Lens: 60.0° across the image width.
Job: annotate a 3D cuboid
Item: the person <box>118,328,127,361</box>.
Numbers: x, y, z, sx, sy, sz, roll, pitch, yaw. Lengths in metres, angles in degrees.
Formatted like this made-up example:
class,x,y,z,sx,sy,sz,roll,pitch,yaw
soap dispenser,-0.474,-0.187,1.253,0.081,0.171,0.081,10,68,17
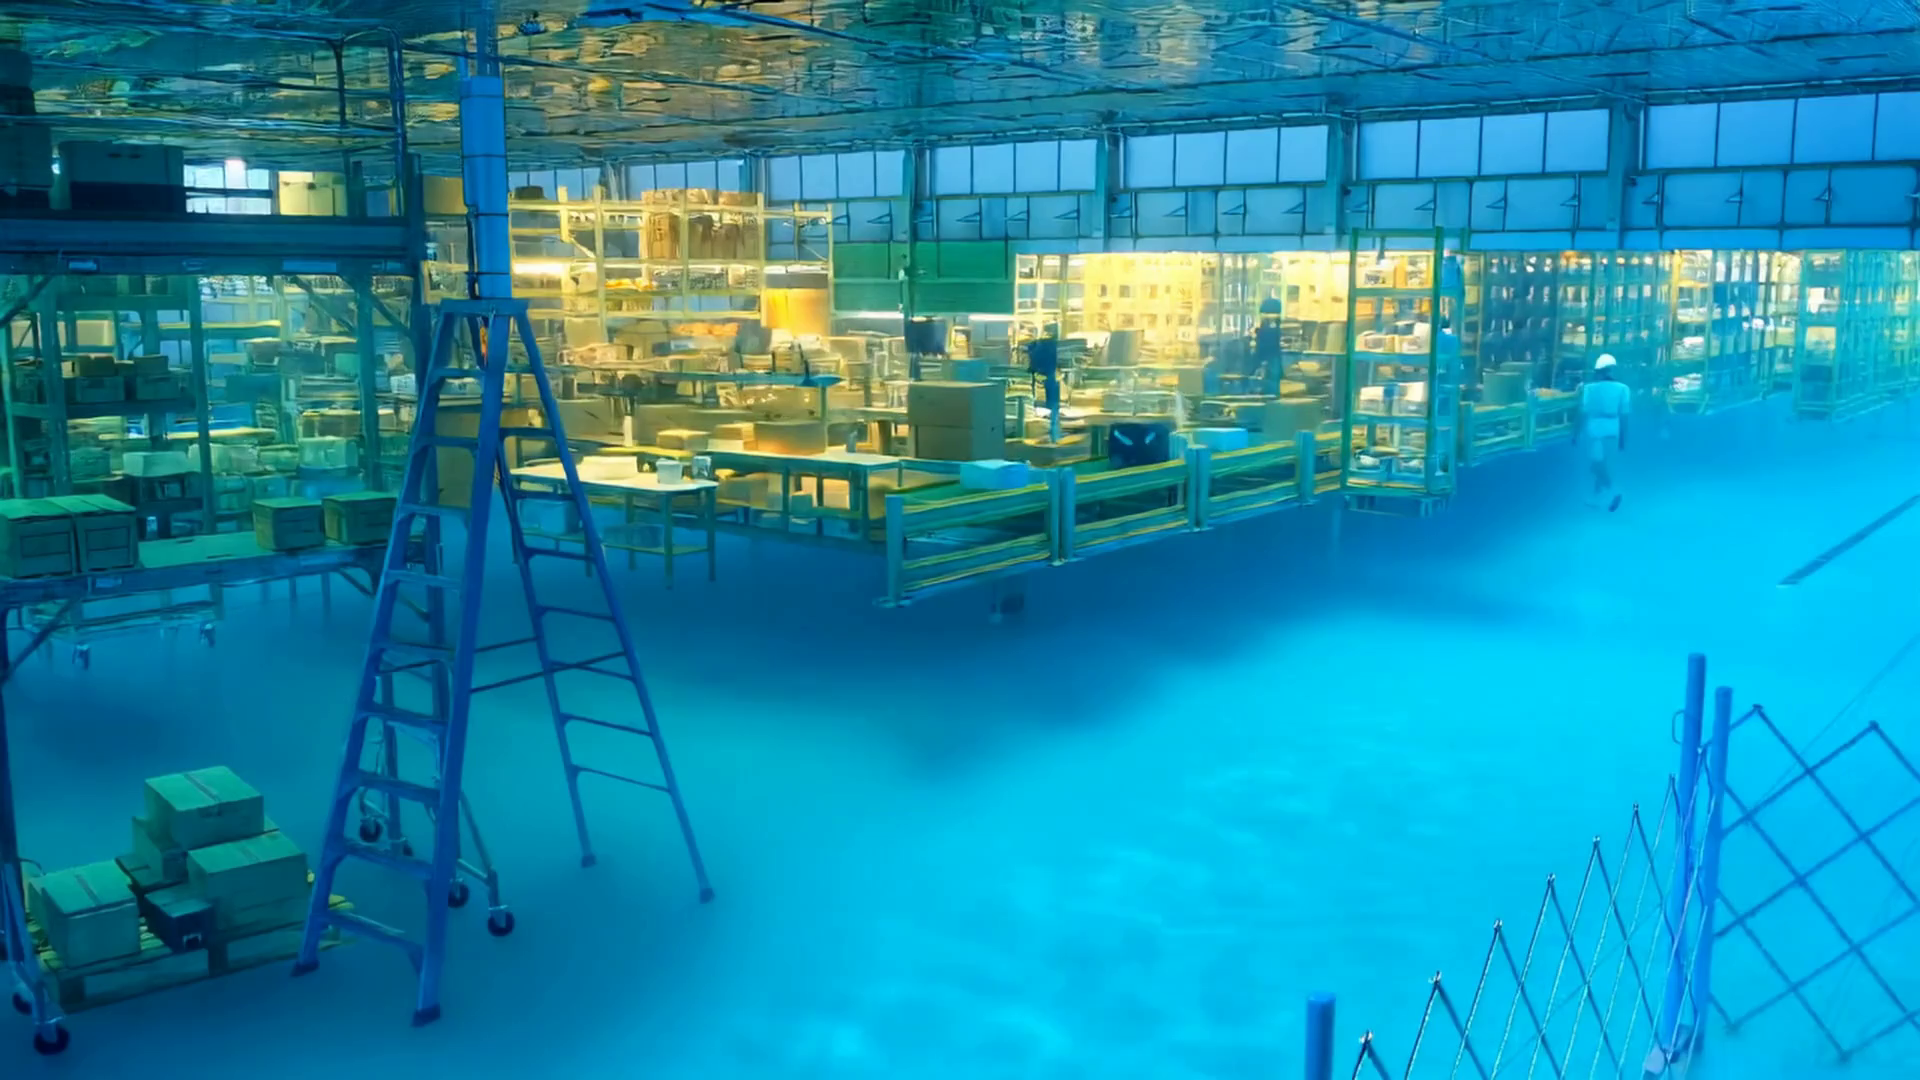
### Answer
class,x,y,z,sx,sy,sz,roll,pitch,yaw
person,-25.696,-5.943,51.204,0.494,1.571,0.875,7,11,36

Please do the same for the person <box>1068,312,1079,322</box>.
class,x,y,z,sx,sy,sz,roll,pitch,yaw
person,3.340,-5.936,50.050,0.603,1.923,0.615,-8,12,-40

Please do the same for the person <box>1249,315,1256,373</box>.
class,x,y,z,sx,sy,sz,roll,pitch,yaw
person,8.974,-5.917,50.224,0.404,1.829,0.600,-6,11,-33

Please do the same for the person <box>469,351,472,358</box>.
class,x,y,z,sx,sy,sz,roll,pitch,yaw
person,-15.391,-6.330,52.561,0.570,1.905,0.875,6,11,33

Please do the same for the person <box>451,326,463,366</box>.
class,x,y,z,sx,sy,sz,roll,pitch,yaw
person,-15.027,-5.814,49.585,0.403,1.827,0.600,1,9,7

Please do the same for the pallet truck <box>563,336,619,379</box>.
class,x,y,z,sx,sy,sz,roll,pitch,yaw
pallet truck,-10.690,-5.294,48.215,1.601,1.201,0.680,-5,10,-26

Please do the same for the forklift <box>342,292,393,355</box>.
class,x,y,z,sx,sy,sz,roll,pitch,yaw
forklift,-16.485,-5.622,45.120,1.129,2.768,1.873,7,11,37

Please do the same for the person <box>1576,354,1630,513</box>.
class,x,y,z,sx,sy,sz,roll,pitch,yaw
person,8.256,-1.365,21.263,0.614,2.017,0.935,-1,9,-9

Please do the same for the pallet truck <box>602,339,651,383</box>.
class,x,y,z,sx,sy,sz,roll,pitch,yaw
pallet truck,-8.991,-4.871,45.351,0.653,1.274,1.630,7,11,37
